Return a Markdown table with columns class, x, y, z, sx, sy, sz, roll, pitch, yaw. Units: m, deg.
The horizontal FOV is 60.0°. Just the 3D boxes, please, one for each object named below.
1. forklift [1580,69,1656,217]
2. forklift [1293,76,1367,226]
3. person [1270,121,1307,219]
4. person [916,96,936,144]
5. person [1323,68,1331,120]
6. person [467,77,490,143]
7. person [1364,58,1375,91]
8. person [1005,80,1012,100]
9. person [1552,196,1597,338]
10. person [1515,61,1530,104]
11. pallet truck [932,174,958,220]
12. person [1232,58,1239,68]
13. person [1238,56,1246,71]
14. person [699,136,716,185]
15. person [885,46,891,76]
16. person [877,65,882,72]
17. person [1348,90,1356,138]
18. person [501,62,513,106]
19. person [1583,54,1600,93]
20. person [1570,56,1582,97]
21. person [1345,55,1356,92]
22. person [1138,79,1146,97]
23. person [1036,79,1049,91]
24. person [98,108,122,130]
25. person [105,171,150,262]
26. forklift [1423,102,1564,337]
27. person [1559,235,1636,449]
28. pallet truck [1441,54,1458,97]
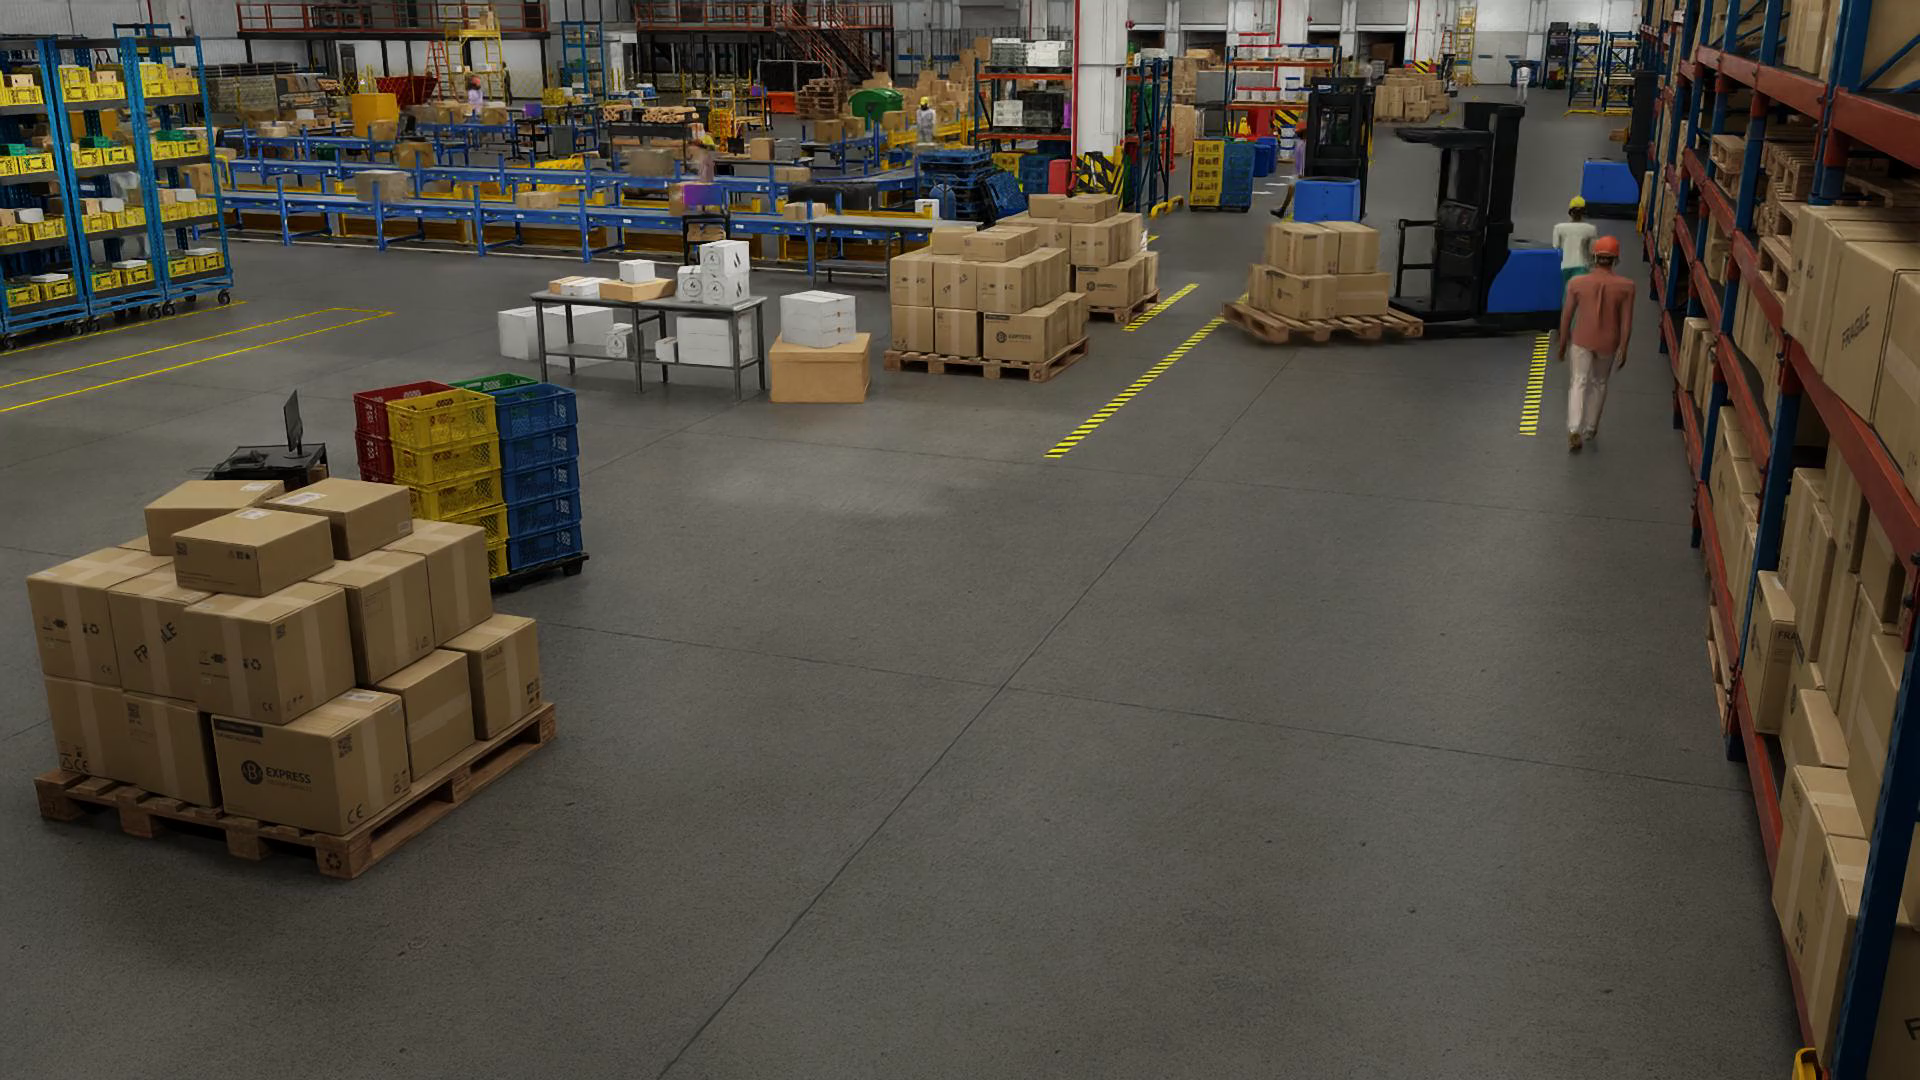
| class | x | y | z | sx | sy | sz | roll | pitch | yaw |
| --- | --- | --- | --- | --- | --- | --- | --- | --- | --- |
| forklift | 13.219 | -7.740 | 32.475 | 1.873 | 2.768 | 1.129 | 6 | 19 | 18 |
| forklift | 6.598 | -6.755 | 29.381 | 1.129 | 2.768 | 1.873 | 6 | 19 | 19 |
| person | 6.550 | -7.159 | 32.257 | 0.972 | 1.884 | 0.572 | -5 | 18 | -15 |
| person | -0.895 | -10.526 | 42.957 | 0.598 | 1.819 | 0.423 | 8 | 19 | 23 |
| person | 13.727 | -16.680 | 62.216 | 0.327 | 1.865 | 0.520 | -7 | 19 | -22 |
| person | -14.838 | -13.133 | 50.879 | 1.038 | 1.999 | 0.616 | 9 | 20 | 27 |
| person | 18.497 | -20.819 | 75.184 | 1.016 | 1.886 | 0.649 | 10 | 20 | 28 |
| person | 1.719 | -15.790 | 59.369 | 0.769 | 1.914 | 0.551 | 6 | 19 | 18 |
| person | 7.624 | -3.399 | 20.712 | 0.536 | 1.725 | 0.889 | 6 | 19 | 18 |
| person | 24.620 | -19.998 | 72.699 | 0.595 | 1.842 | 0.979 | 0 | 18 | -2 |
| pallet truck | -0.507 | -5.292 | 27.348 | 0.653 | 1.274 | 1.630 | 6 | 19 | 19 |
| person | 12.798 | -21.589 | 77.641 | 0.520 | 1.865 | 0.328 | 11 | 21 | 31 |
| person | 15.444 | -25.975 | 91.317 | 1.066 | 1.943 | 0.622 | -8 | 19 | -24 |
| person | -4.737 | -6.570 | 30.665 | 0.795 | 1.739 | 0.532 | 2 | 18 | 6 |
| person | -4.395 | -29.034 | 100.973 | 0.957 | 1.912 | 0.610 | 6 | 19 | 18 |
| person | -3.221 | -17.898 | 66.044 | 0.991 | 1.875 | 0.600 | 8 | 19 | 23 |
| person | 12.682 | -13.553 | 52.808 | 0.531 | 1.595 | 0.793 | -17 | 24 | -42 |
| person | -19.433 | -19.518 | 71.177 | 0.351 | 1.838 | 0.506 | 11 | 21 | 30 |
| person | 31.099 | -22.865 | 81.634 | 0.586 | 1.886 | 0.984 | -10 | 20 | -28 |
| person | 28.880 | -21.717 | 77.962 | 0.592 | 1.916 | 0.476 | 9 | 20 | 27 |
| person | 19.242 | -22.934 | 81.933 | 0.526 | 1.820 | 0.636 | 8 | 19 | 23 |
| person | 6.734 | -16.428 | 61.666 | 0.925 | 1.715 | 0.549 | 8 | 19 | 24 |
| person | 3.306 | -17.532 | 64.774 | 0.912 | 1.927 | 0.638 | 10 | 20 | 28 |
| person | -23.036 | -11.243 | 45.151 | 0.659 | 1.860 | 0.980 | 4 | 18 | 13 |
| person | -12.871 | -5.059 | 25.642 | 0.954 | 1.916 | 0.617 | 12 | 21 | 33 |
| forklift | 6.572 | -4.037 | 20.839 | 1.873 | 2.768 | 1.129 | -3 | 18 | -11 |
| person | 5.863 | -1.824 | 15.383 | 0.622 | 1.966 | 0.929 | 7 | 19 | 21 |
| pallet truck | 22.765 | -21.886 | 78.355 | 0.823 | 1.965 | 1.885 | -4 | 18 | -14 |
